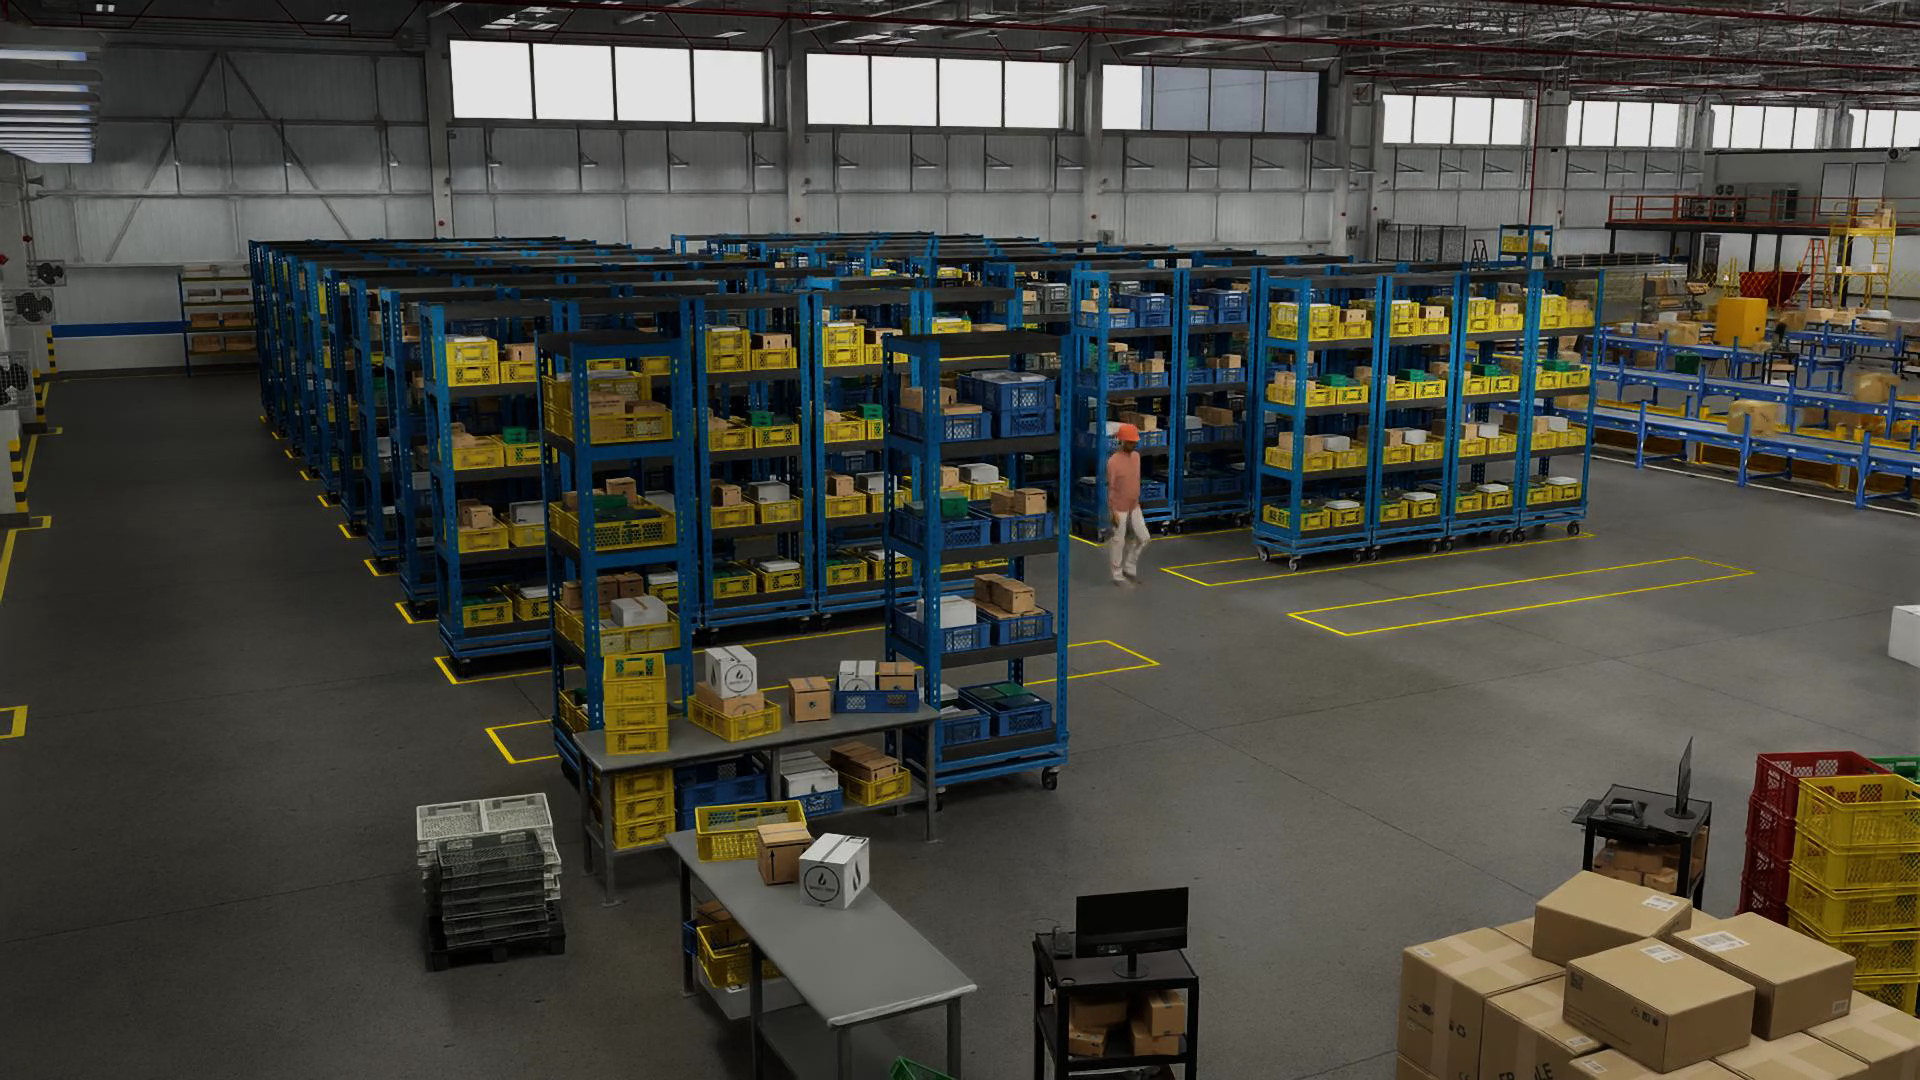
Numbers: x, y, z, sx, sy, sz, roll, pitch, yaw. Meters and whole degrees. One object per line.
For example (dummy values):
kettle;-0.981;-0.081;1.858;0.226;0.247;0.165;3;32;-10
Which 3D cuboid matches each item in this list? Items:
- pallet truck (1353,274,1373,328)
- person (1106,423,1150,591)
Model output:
pallet truck;13.011;-8.050;55.243;0.823;1.965;1.885;-7;14;-28
person;1.957;-0.376;19.387;0.495;1.977;0.664;11;16;41
